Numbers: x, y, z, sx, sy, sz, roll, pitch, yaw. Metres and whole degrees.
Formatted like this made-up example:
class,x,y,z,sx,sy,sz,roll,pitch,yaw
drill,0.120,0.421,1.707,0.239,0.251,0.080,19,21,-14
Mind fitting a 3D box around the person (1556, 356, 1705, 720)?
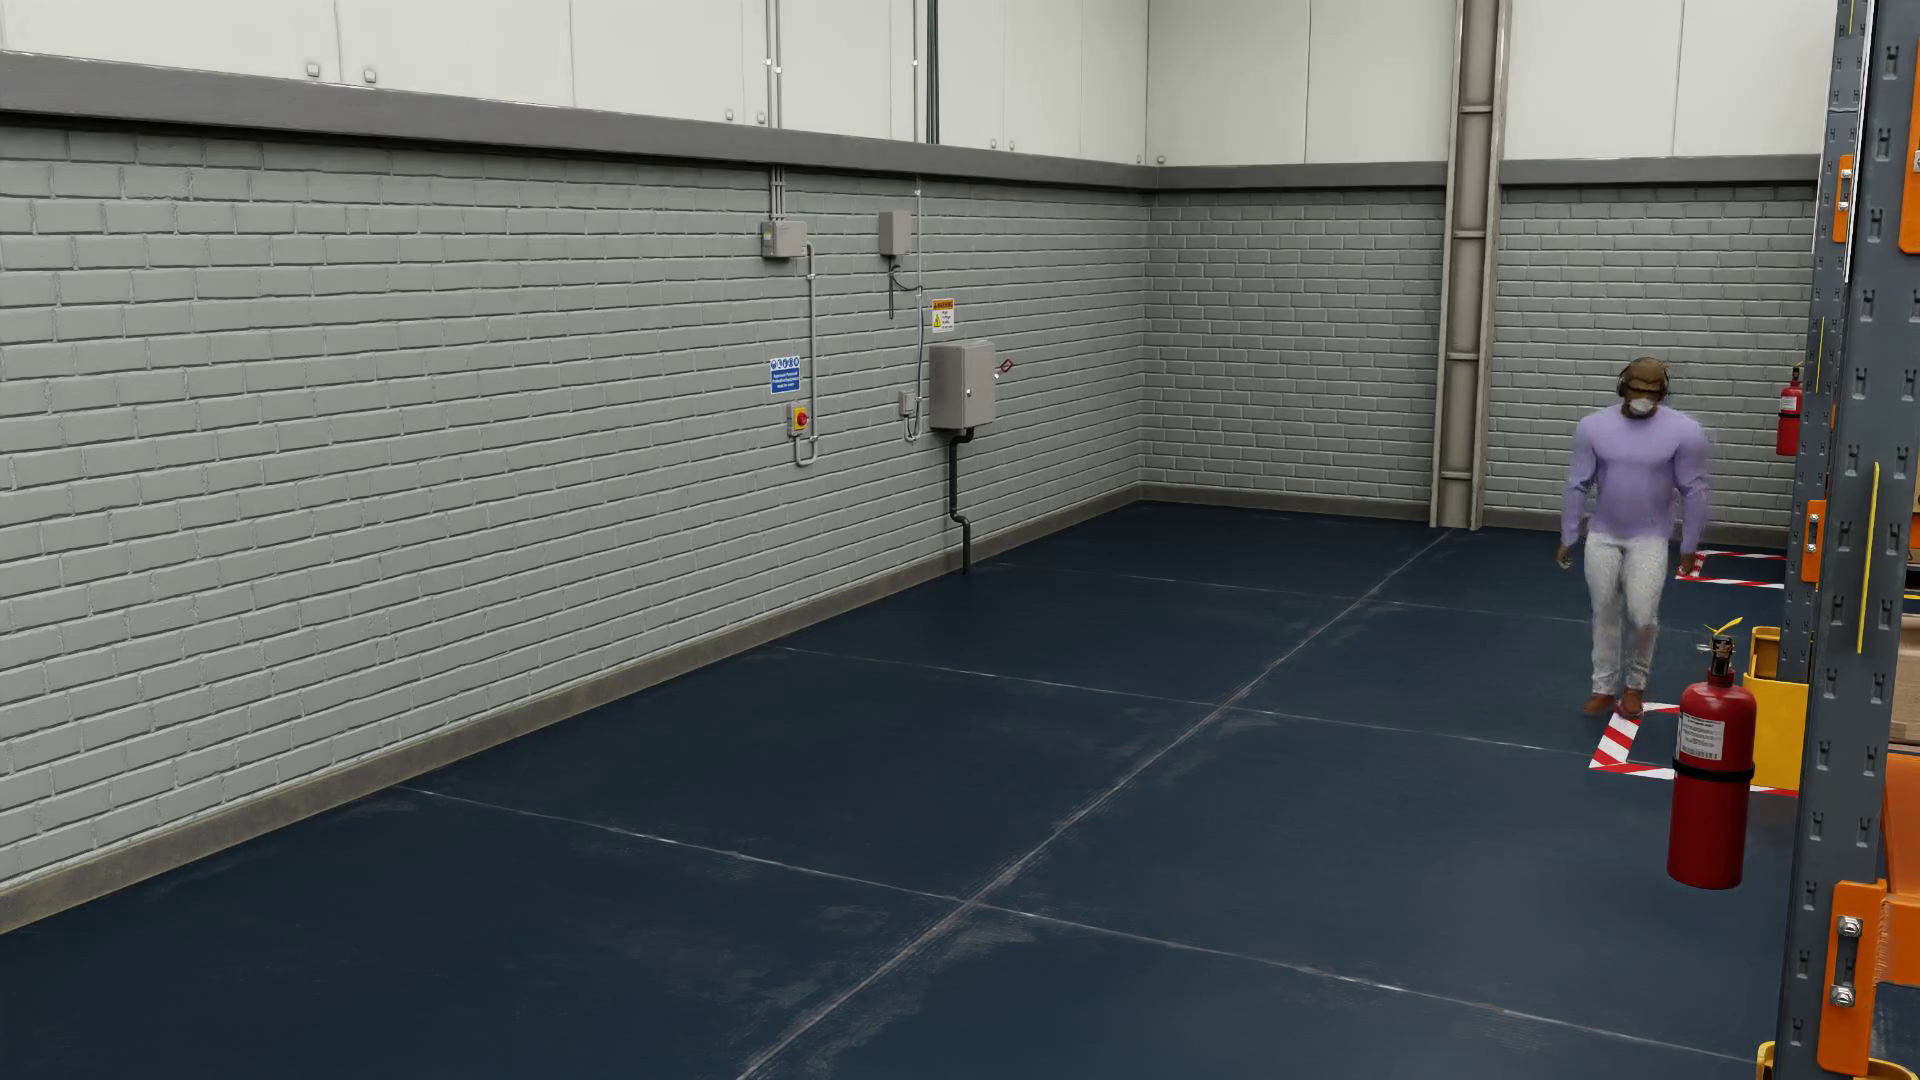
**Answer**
class,x,y,z,sx,sy,sz,roll,pitch,yaw
person,3.442,0.004,8.561,0.668,1.912,0.435,8,13,37
